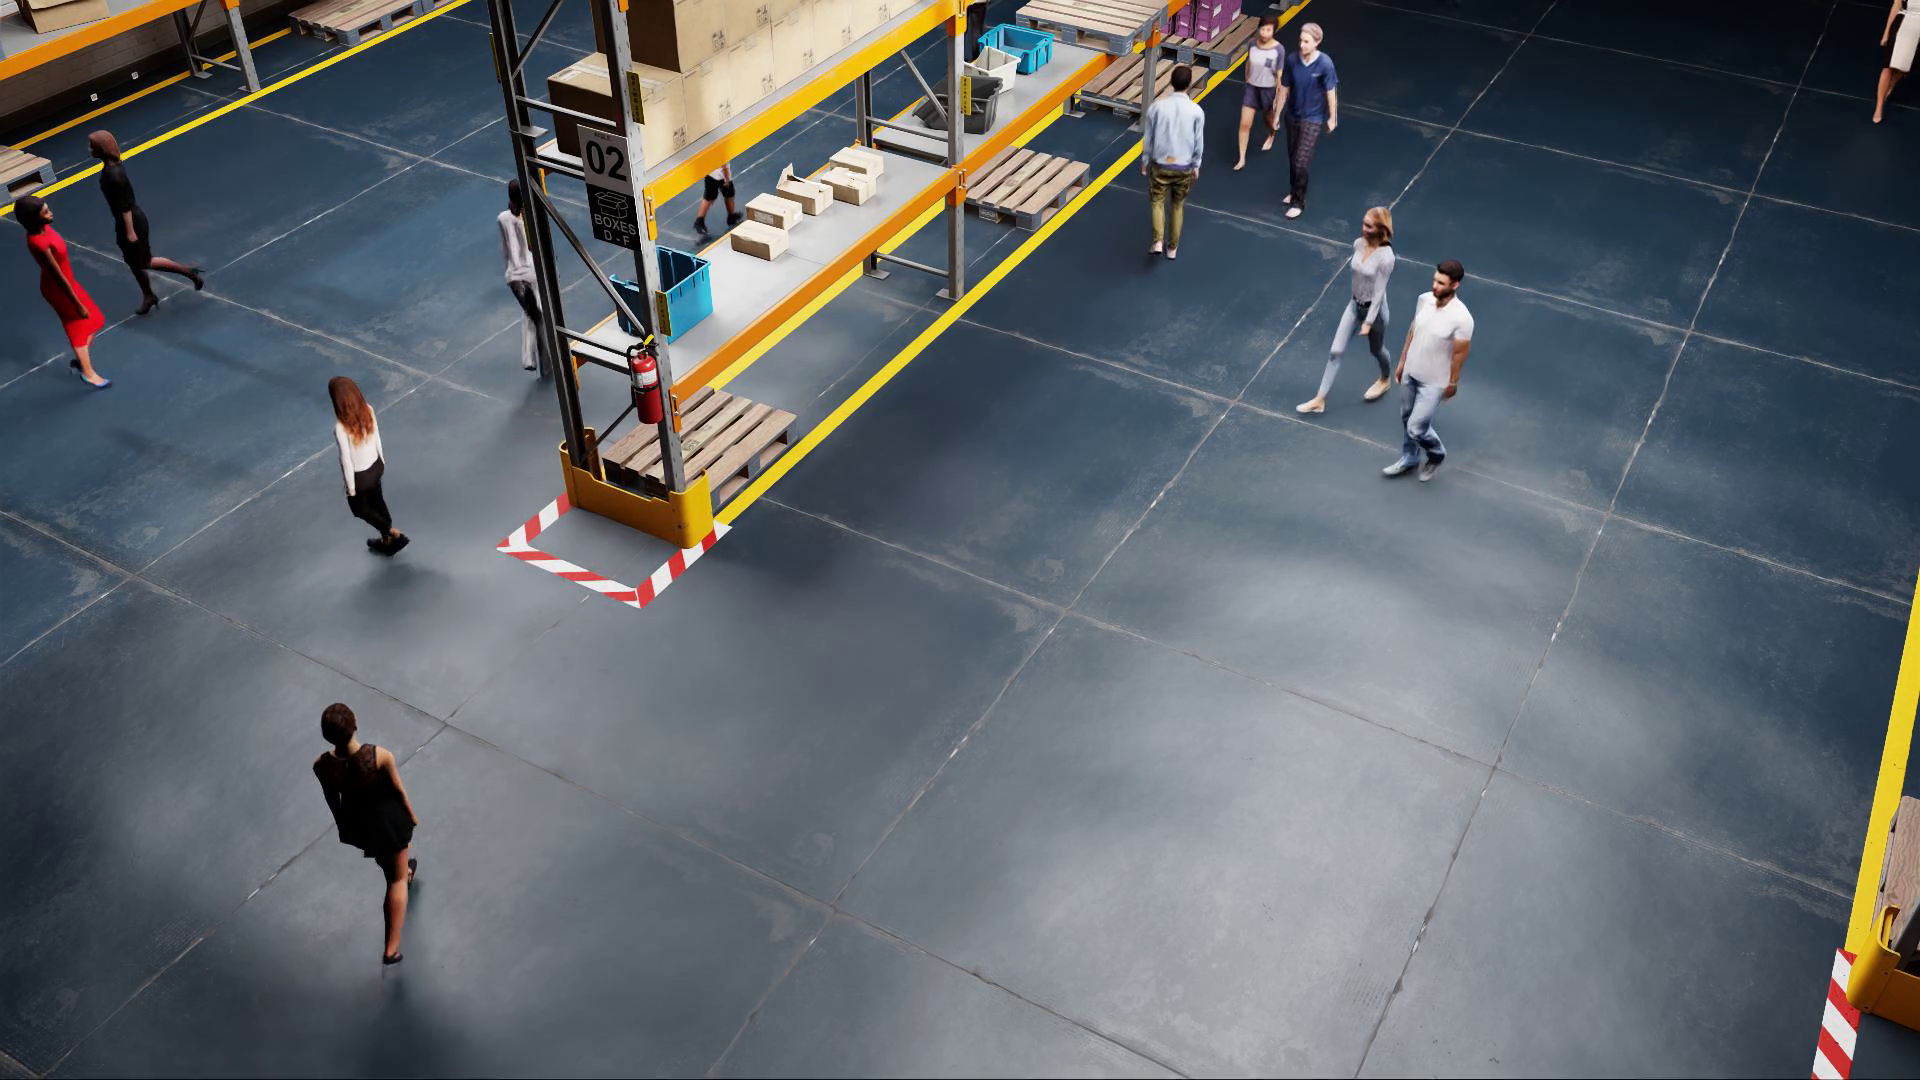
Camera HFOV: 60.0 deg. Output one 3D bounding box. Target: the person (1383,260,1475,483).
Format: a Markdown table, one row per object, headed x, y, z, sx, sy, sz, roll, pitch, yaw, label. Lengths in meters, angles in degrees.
| x | y | z | sx | sy | sz | roll | pitch | yaw | label |
| --- | --- | --- | --- | --- | --- | --- | --- | --- | --- |
| 3.519 | -1.253 | 12.282 | 0.881 | 1.848 | 0.833 | -16 | 41 | -20 | person |

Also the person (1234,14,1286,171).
| x | y | z | sx | sy | sz | roll | pitch | yaw | label |
| --- | --- | --- | --- | --- | --- | --- | --- | --- | --- |
| 3.048 | -4.514 | 16.626 | 0.582 | 1.524 | 1.026 | 17 | 42 | 20 | person |

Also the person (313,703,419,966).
| x | y | z | sx | sy | sz | roll | pitch | yaw | label |
| --- | --- | --- | --- | --- | --- | --- | --- | --- | --- |
| -3.148 | 1.565 | 8.918 | 0.943 | 1.644 | 1.147 | -1 | 39 | -1 | person |

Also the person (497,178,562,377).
| x | y | z | sx | sy | sz | roll | pitch | yaw | label |
| --- | --- | --- | --- | --- | --- | --- | --- | --- | --- |
| -3.474 | -2.041 | 13.340 | 0.722 | 1.759 | 0.779 | 7 | 39 | 8 | person |

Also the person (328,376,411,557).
| x | y | z | sx | sy | sz | roll | pitch | yaw | label |
| --- | --- | --- | --- | --- | --- | --- | --- | --- | --- |
| -4.096 | -0.469 | 11.599 | 0.676 | 1.475 | 0.631 | 14 | 41 | 16 | person |

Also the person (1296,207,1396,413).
| x | y | z | sx | sy | sz | roll | pitch | yaw | label |
| --- | --- | --- | --- | --- | --- | --- | --- | --- | --- |
| 3.255 | -1.784 | 13.025 | 1.238 | 1.751 | 1.017 | -19 | 42 | -22 | person |

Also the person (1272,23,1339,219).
| x | y | z | sx | sy | sz | roll | pitch | yaw | label |
| --- | --- | --- | --- | --- | --- | --- | --- | --- | --- |
| 3.303 | -4.018 | 15.748 | 0.758 | 1.844 | 0.833 | 25 | 45 | 28 | person |

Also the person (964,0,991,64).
| x | y | z | sx | sy | sz | roll | pitch | yaw | label |
| --- | --- | --- | --- | --- | --- | --- | --- | --- | --- |
| 0.110 | -6.014 | 18.344 | 0.648 | 1.722 | 0.593 | 15 | 41 | 18 | person |

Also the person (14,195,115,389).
| x | y | z | sx | sy | sz | roll | pitch | yaw | label |
| --- | --- | --- | --- | --- | --- | --- | --- | --- | --- |
| -7.203 | -1.931 | 13.220 | 0.779 | 1.737 | 0.732 | -15 | 41 | -18 | person |

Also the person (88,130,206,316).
| x | y | z | sx | sy | sz | roll | pitch | yaw | label |
| --- | --- | --- | --- | --- | --- | --- | --- | --- | --- |
| -6.992 | -2.704 | 14.227 | 0.970 | 1.689 | 0.827 | -20 | 43 | -23 | person |

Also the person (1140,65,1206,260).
| x | y | z | sx | sy | sz | roll | pitch | yaw | label |
| --- | --- | --- | --- | --- | --- | --- | --- | --- | --- |
| 1.889 | -3.317 | 14.911 | 0.852 | 1.792 | 0.897 | 6 | 39 | 7 | person |

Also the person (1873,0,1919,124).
| x | y | z | sx | sy | sz | roll | pitch | yaw | label |
| --- | --- | --- | --- | --- | --- | --- | --- | --- | --- |
| 9.944 | -5.292 | 17.434 | 0.698 | 1.730 | 1.039 | 15 | 41 | 18 | person |
